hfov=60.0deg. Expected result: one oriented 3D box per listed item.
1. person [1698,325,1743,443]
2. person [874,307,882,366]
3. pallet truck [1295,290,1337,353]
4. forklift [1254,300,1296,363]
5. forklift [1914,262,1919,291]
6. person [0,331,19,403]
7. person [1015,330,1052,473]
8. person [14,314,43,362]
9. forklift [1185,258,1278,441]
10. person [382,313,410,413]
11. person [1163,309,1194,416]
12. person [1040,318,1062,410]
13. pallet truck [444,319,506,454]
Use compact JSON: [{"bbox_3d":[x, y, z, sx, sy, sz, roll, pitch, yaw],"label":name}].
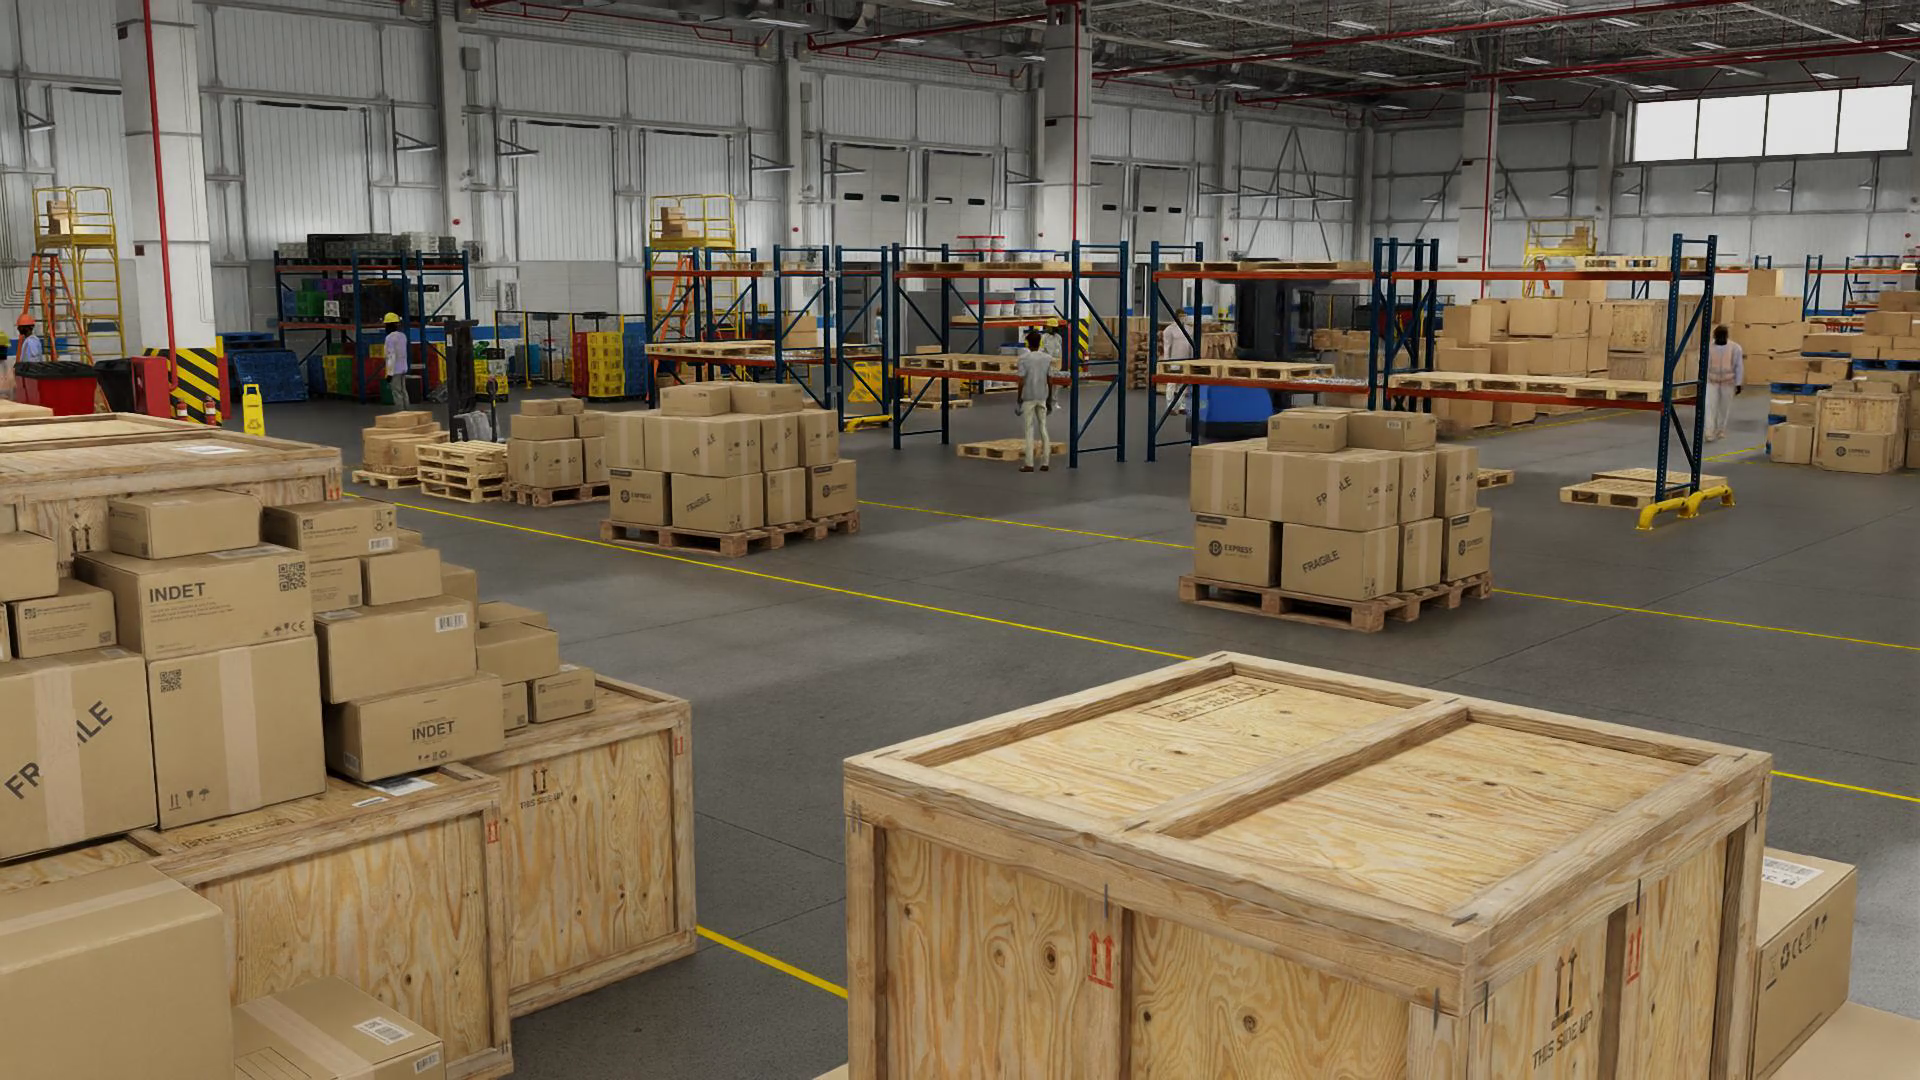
[{"bbox_3d":[11.721,-2.421,25.679,0.621,1.811,0.883,3,10,20],"label":"person"},{"bbox_3d":[-2.140,-5.383,44.375,0.323,1.631,0.523,0,9,-2],"label":"person"},{"bbox_3d":[11.297,-6.951,52.861,1.885,1.965,0.823,-5,11,-29],"label":"pallet truck"},{"bbox_3d":[8.123,-6.156,45.287,1.873,2.768,1.129,9,13,43],"label":"forklift"},{"bbox_3d":[22.961,-5.178,39.293,1.129,2.768,1.873,-1,9,-8],"label":"forklift"},{"bbox_3d":[-11.578,-1.563,20.084,0.428,1.910,0.607,1,9,8],"label":"person"},{"bbox_3d":[0.959,-1.796,21.666,0.512,1.866,0.330,-4,10,-21],"label":"person"},{"bbox_3d":[-14.793,-2.617,26.473,0.362,1.935,0.553,-6,11,-33],"label":"person"},{"bbox_3d":[4.581,-2.999,25.929,1.873,2.768,1.129,-2,9,-12],"label":"forklift"},{"bbox_3d":[-9.486,-2.848,27.923,0.384,1.924,0.594,1,9,5],"label":"person"},{"bbox_3d":[3.976,-3.221,30.170,0.636,1.940,0.365,-5,10,-28],"label":"person"},{"bbox_3d":[1.736,-3.331,31.480,0.490,1.735,0.322,-5,11,-30],"label":"person"},{"bbox_3d":[-6.981,-1.942,22.150,1.885,1.965,0.823,1,9,9],"label":"pallet truck"}]
